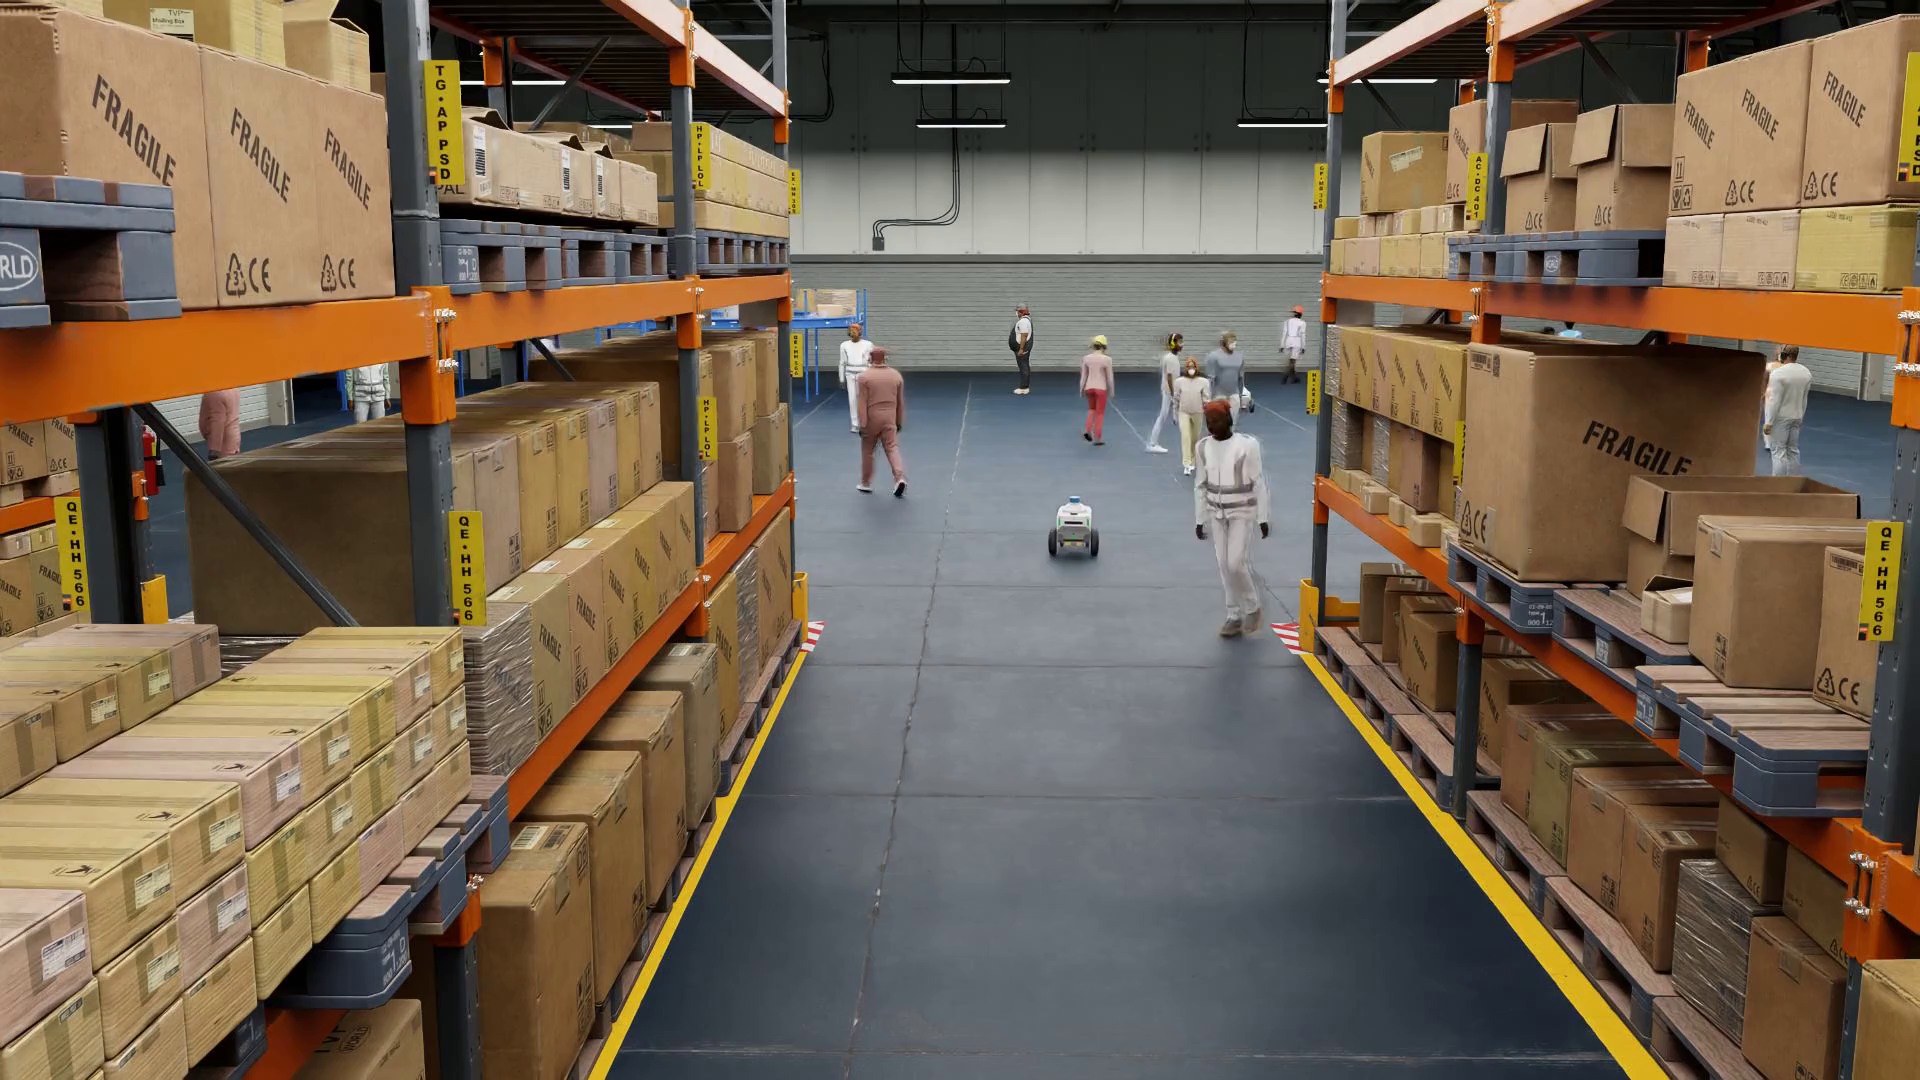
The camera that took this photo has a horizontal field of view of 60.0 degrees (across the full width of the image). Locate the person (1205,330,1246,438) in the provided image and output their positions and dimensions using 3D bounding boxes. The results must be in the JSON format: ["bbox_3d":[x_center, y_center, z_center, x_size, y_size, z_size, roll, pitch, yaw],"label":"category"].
[{"bbox_3d":[3.858,-2.106,24.316,0.640,1.927,0.668,-3,10,-20],"label":"person"}]

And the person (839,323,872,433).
[{"bbox_3d":[-1.784,-2.770,28.450,0.599,1.865,0.423,2,10,9],"label":"person"}]

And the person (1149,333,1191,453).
[{"bbox_3d":[3.315,-2.222,25.303,0.976,1.817,0.545,4,10,23],"label":"person"}]

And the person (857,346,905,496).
[{"bbox_3d":[-0.981,-1.503,20.873,0.658,1.871,0.951,-5,11,-28],"label":"person"}]

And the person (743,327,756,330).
[{"bbox_3d":[-3.819,-3.063,30.282,0.565,1.843,0.390,0,9,0],"label":"person"}]

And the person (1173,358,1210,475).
[{"bbox_3d":[3.207,-1.736,23.063,0.508,1.601,0.823,1,9,4],"label":"person"}]

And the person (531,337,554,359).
[{"bbox_3d":[-7.253,-2.810,28.595,0.743,1.901,0.597,5,11,26],"label":"person"}]

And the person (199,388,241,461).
[{"bbox_3d":[-7.999,-1.041,17.982,0.399,1.908,0.643,-1,10,-5],"label":"person"}]

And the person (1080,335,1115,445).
[{"bbox_3d":[2.197,-2.399,26.595,0.585,1.742,0.438,6,11,33],"label":"person"}]

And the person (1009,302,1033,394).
[{"bbox_3d":[1.348,-4.263,37.010,0.536,2.000,0.688,2,10,10],"label":"person"}]

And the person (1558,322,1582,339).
[{"bbox_3d":[13.708,-4.174,37.446,0.535,1.670,0.780,5,11,28],"label":"person"}]

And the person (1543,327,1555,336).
[{"bbox_3d":[11.306,-3.247,31.928,0.550,1.655,0.831,-4,10,-21],"label":"person"}]

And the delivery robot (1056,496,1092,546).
[{"bbox_3d":[1.157,-0.198,16.818,0.477,0.478,0.707,1,10,5],"label":"delivery robot"}]

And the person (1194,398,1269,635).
[{"bbox_3d":[2.087,-0.174,12.941,0.627,1.858,0.443,9,13,44],"label":"person"}]

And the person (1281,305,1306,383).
[{"bbox_3d":[7.980,-4.691,39.924,0.588,1.896,0.895,8,12,40],"label":"person"}]

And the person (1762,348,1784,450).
[{"bbox_3d":[12.736,-2.204,25.874,0.527,1.591,0.854,7,12,36],"label":"person"}]

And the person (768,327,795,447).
[{"bbox_3d":[-2.979,-2.383,25.862,0.677,1.978,1.011,3,10,15],"label":"person"}]

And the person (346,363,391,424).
[{"bbox_3d":[-8.444,-2.026,23.762,0.615,1.943,0.399,-6,11,-32],"label":"person"}]

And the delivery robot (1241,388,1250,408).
[{"bbox_3d":[5.494,-2.834,32.611,0.477,0.478,0.707,1,10,4],"label":"delivery robot"}]

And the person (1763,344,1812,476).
[{"bbox_3d":[10.121,-1.463,20.412,0.636,1.939,0.365,-5,11,-26],"label":"person"}]
